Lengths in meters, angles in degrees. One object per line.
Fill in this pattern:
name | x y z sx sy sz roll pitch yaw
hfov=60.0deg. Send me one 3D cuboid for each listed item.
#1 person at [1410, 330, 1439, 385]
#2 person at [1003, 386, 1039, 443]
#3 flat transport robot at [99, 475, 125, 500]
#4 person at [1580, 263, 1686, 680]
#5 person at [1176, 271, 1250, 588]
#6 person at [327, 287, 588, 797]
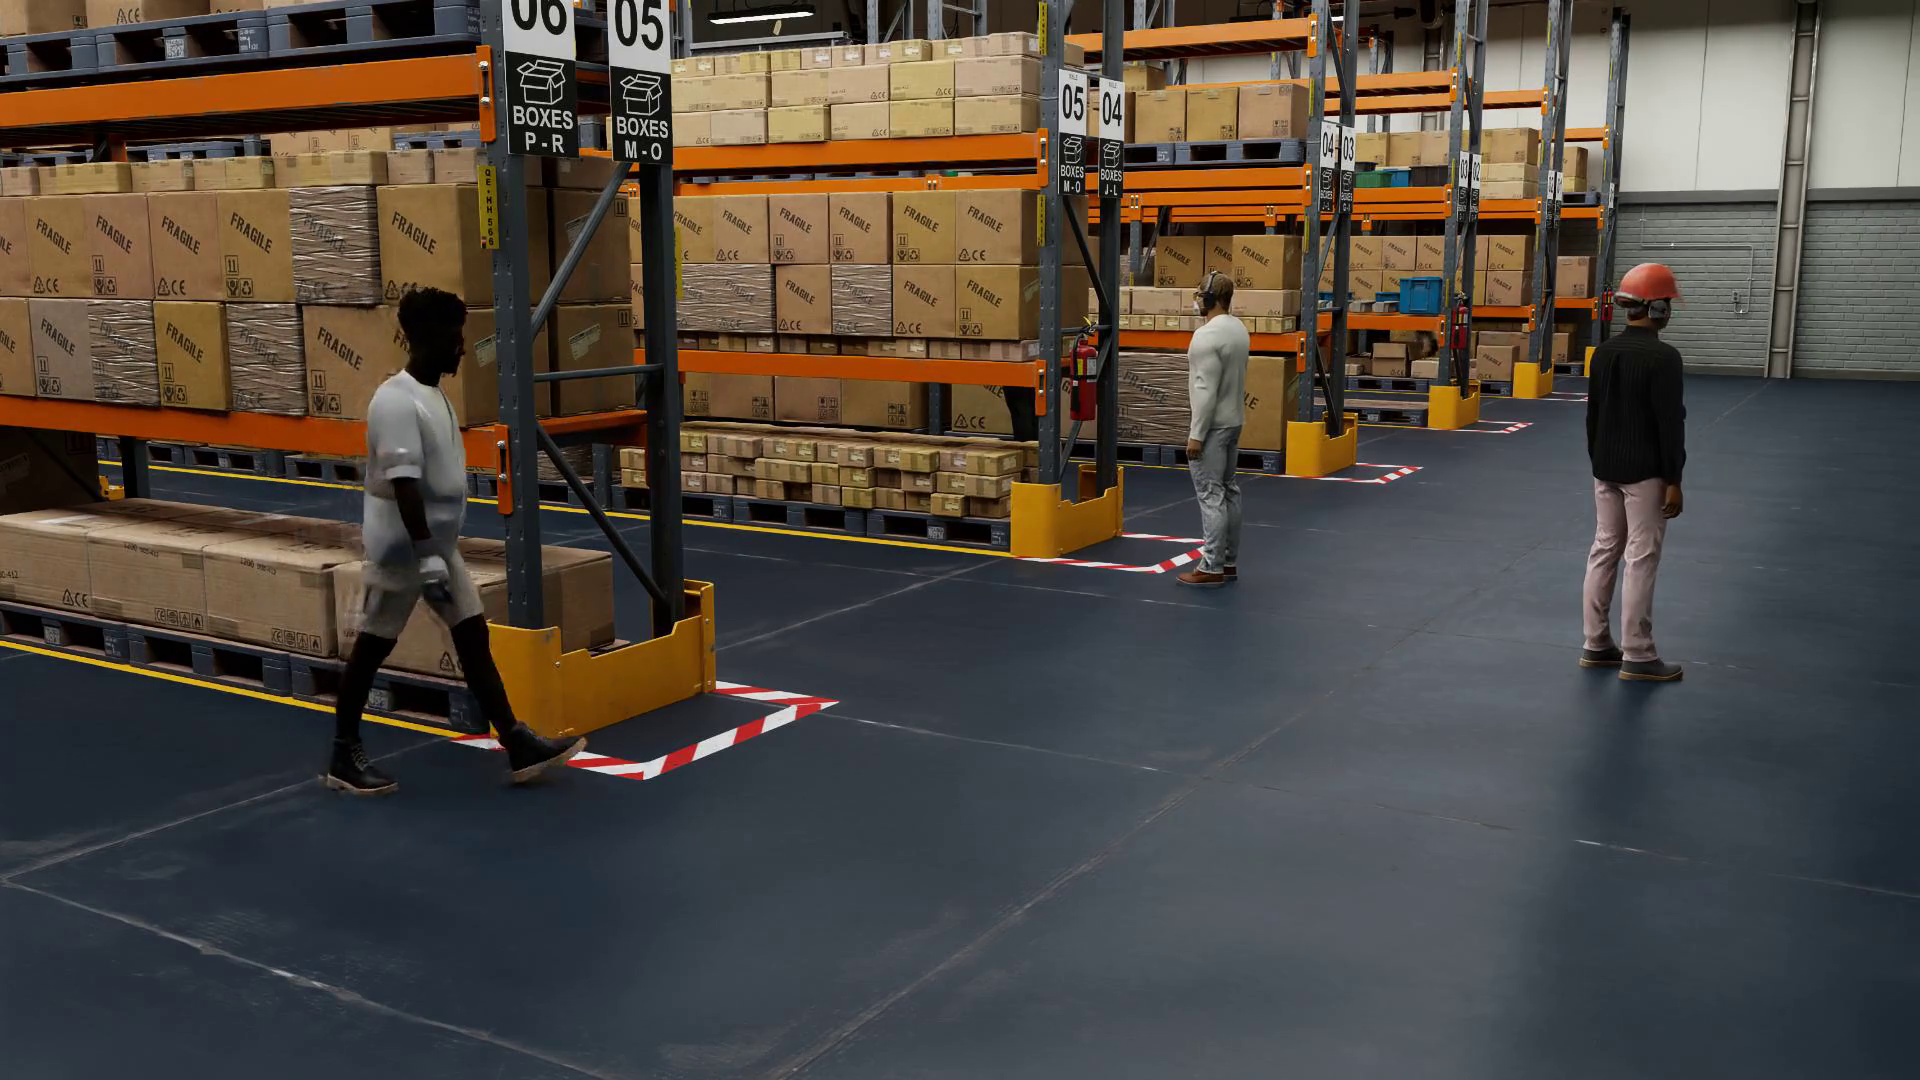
person | 7.358 -3.437 26.151 0.620 2.020 0.657 5 11 28
person | 0.541 -1.646 15.618 0.535 2.000 0.684 5 11 26
flat transport robot | -7.510 -0.375 13.355 0.652 0.197 1.431 6 11 30
person | 3.261 -0.326 8.019 0.375 1.997 0.612 -3 10 -17
person | 1.562 -0.676 10.236 0.359 1.938 0.635 6 11 29
person | -1.965 0.020 6.217 1.003 1.897 0.718 1 10 5
